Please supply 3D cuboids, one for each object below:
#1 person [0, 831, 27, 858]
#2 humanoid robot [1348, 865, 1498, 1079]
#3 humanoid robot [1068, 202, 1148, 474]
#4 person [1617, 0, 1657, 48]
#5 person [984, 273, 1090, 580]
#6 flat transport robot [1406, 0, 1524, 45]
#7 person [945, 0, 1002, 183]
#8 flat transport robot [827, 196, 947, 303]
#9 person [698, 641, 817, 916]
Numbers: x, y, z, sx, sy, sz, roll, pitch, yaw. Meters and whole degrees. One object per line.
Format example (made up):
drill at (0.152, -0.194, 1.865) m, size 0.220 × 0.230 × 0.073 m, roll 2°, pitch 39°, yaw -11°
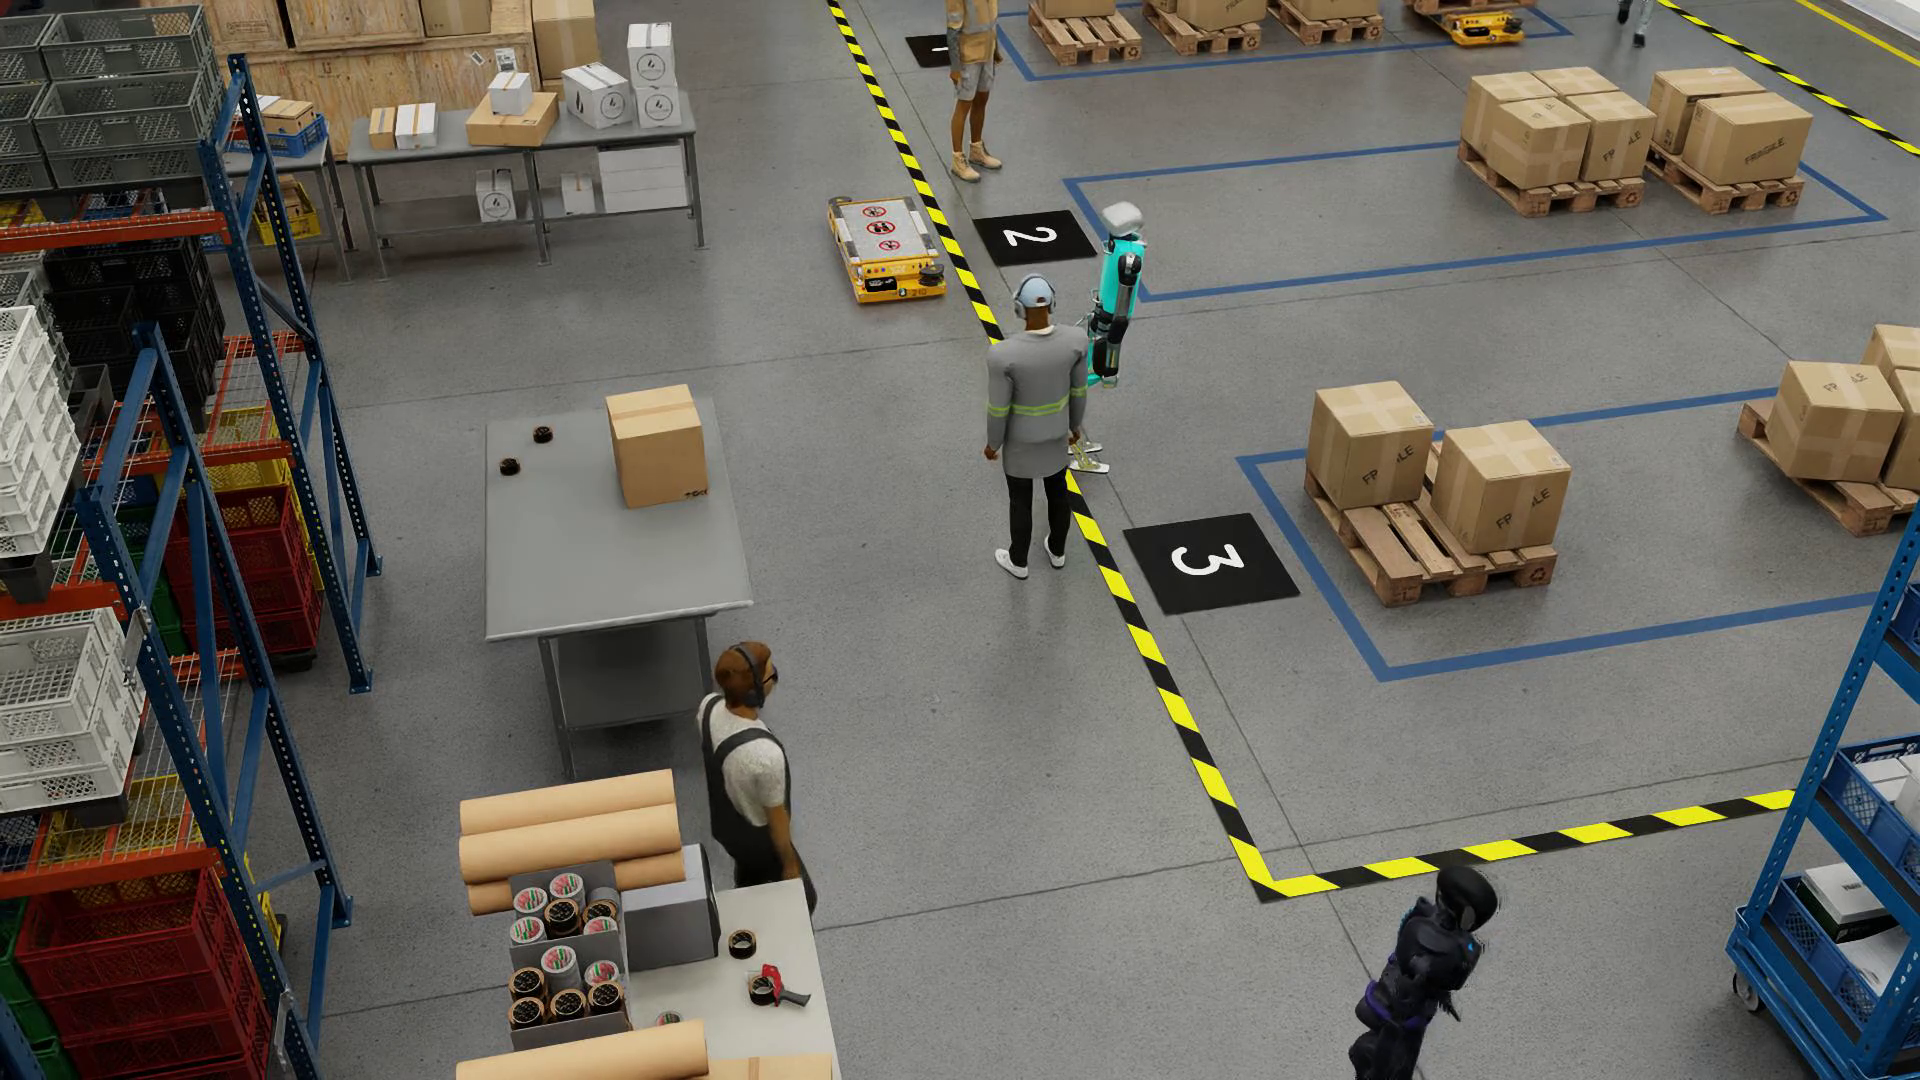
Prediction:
person at (-4.858, 0.893, 7.110) m, size 1.036 × 1.762 × 0.626 m, roll -13°, pitch 39°, yaw -17°
humanoid robot at (1.570, 1.726, 6.060) m, size 0.491 × 1.645 × 0.612 m, roll 25°, pitch 44°, yaw 30°
humanoid robot at (0.690, -1.169, 9.784) m, size 0.735 × 1.675 × 0.533 m, roll -1°, pitch 37°, yaw -1°
person at (6.625, -5.671, 15.874) m, size 0.608 × 1.817 × 0.539 m, roll 9°, pitch 38°, yaw 12°
person at (0.399, -0.611, 9.051) m, size 0.587 × 1.848 × 0.396 m, roll -13°, pitch 39°, yaw -17°
flat transport robot at (5.024, -5.326, 16.688) m, size 0.652 × 0.197 × 1.431 m, roll -8°, pitch 37°, yaw -10°
person at (0.141, -3.894, 13.304) m, size 0.379 × 2.040 × 0.614 m, roll 25°, pitch 43°, yaw 29°
flat transport robot at (-0.570, -2.220, 12.538) m, size 0.659 × 0.231 × 1.431 m, roll -8°, pitch 37°, yaw -10°
person at (-0.808, 1.165, 6.669) m, size 0.357 × 1.838 × 0.546 m, roll -25°, pitch 43°, yaw -29°
